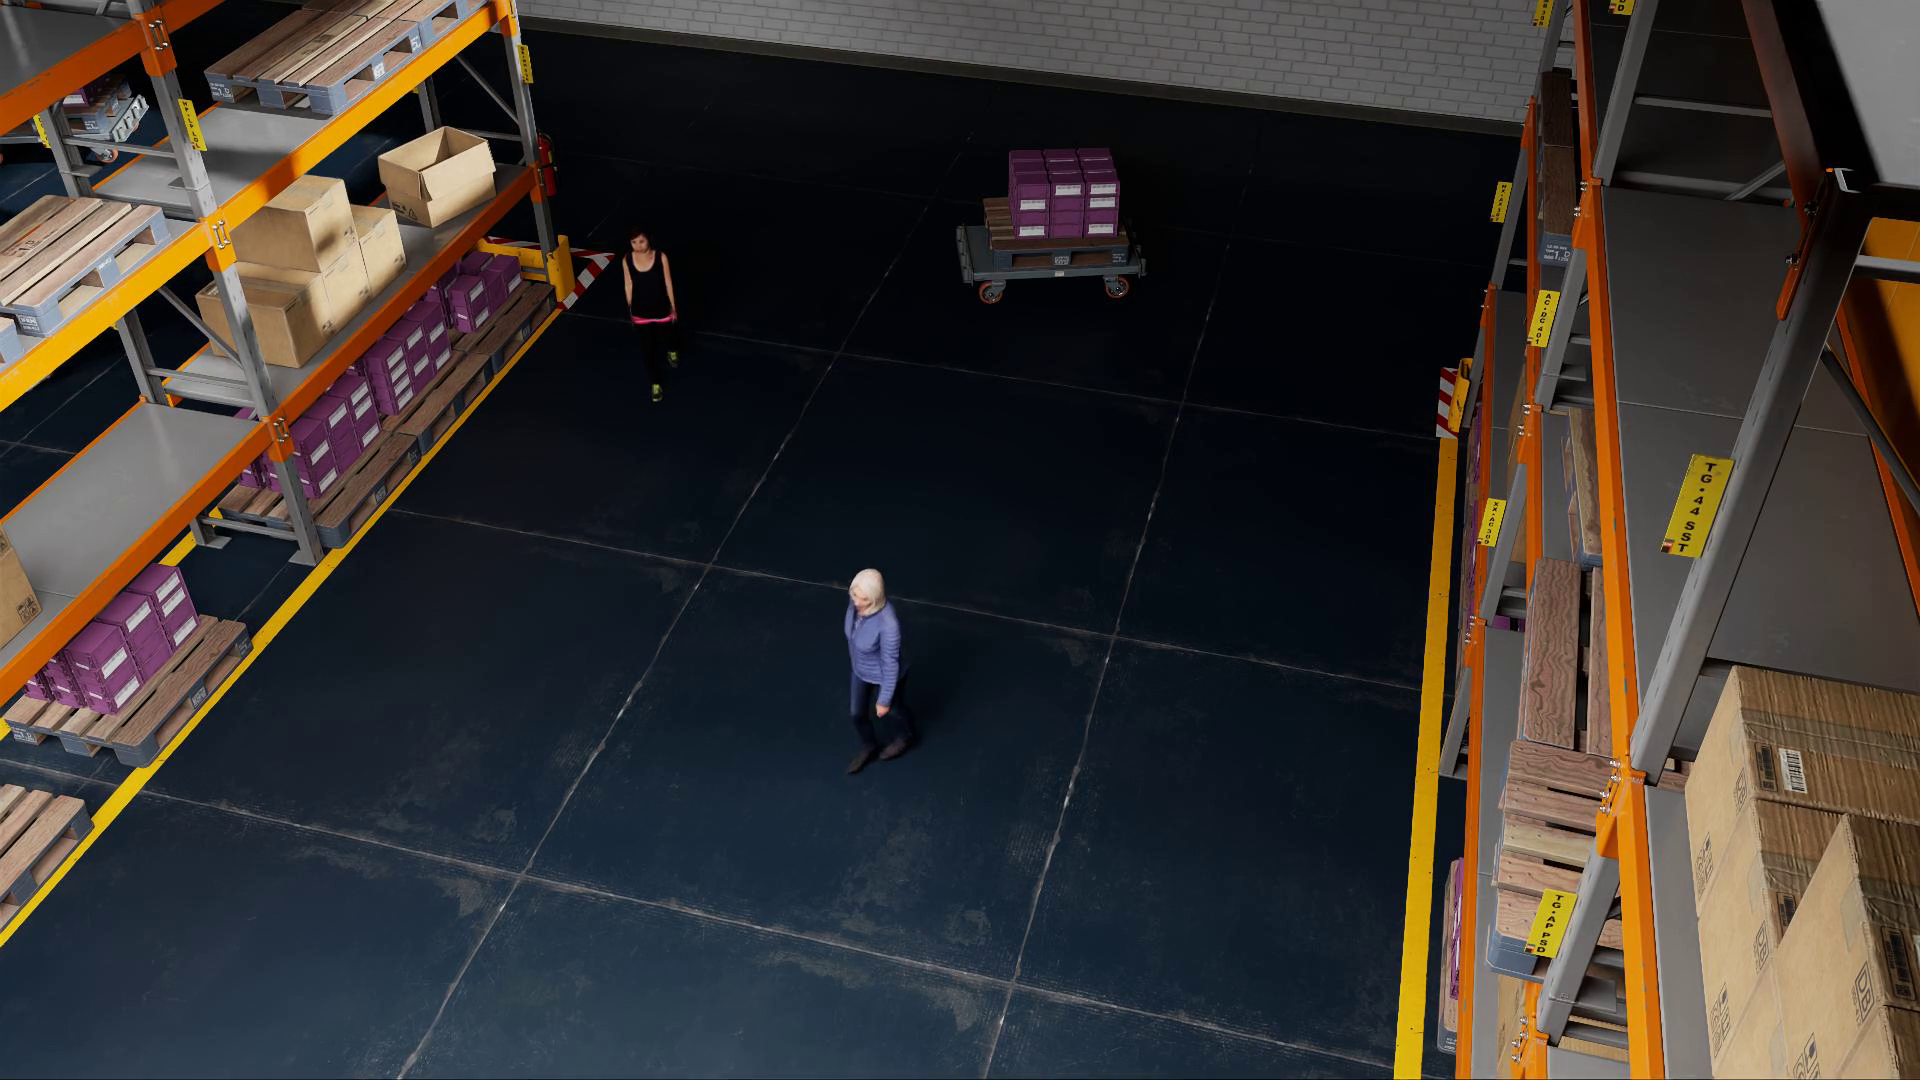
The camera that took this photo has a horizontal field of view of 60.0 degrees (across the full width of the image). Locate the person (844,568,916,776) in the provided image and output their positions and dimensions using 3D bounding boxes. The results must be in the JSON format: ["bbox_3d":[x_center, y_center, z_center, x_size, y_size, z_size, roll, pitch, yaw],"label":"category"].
[{"bbox_3d":[-0.454,0.731,10.103,0.923,1.692,0.860,-23,44,-26],"label":"person"}]

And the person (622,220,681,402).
[{"bbox_3d":[-2.488,-1.916,13.540,0.726,1.539,0.903,-4,39,-4],"label":"person"}]
